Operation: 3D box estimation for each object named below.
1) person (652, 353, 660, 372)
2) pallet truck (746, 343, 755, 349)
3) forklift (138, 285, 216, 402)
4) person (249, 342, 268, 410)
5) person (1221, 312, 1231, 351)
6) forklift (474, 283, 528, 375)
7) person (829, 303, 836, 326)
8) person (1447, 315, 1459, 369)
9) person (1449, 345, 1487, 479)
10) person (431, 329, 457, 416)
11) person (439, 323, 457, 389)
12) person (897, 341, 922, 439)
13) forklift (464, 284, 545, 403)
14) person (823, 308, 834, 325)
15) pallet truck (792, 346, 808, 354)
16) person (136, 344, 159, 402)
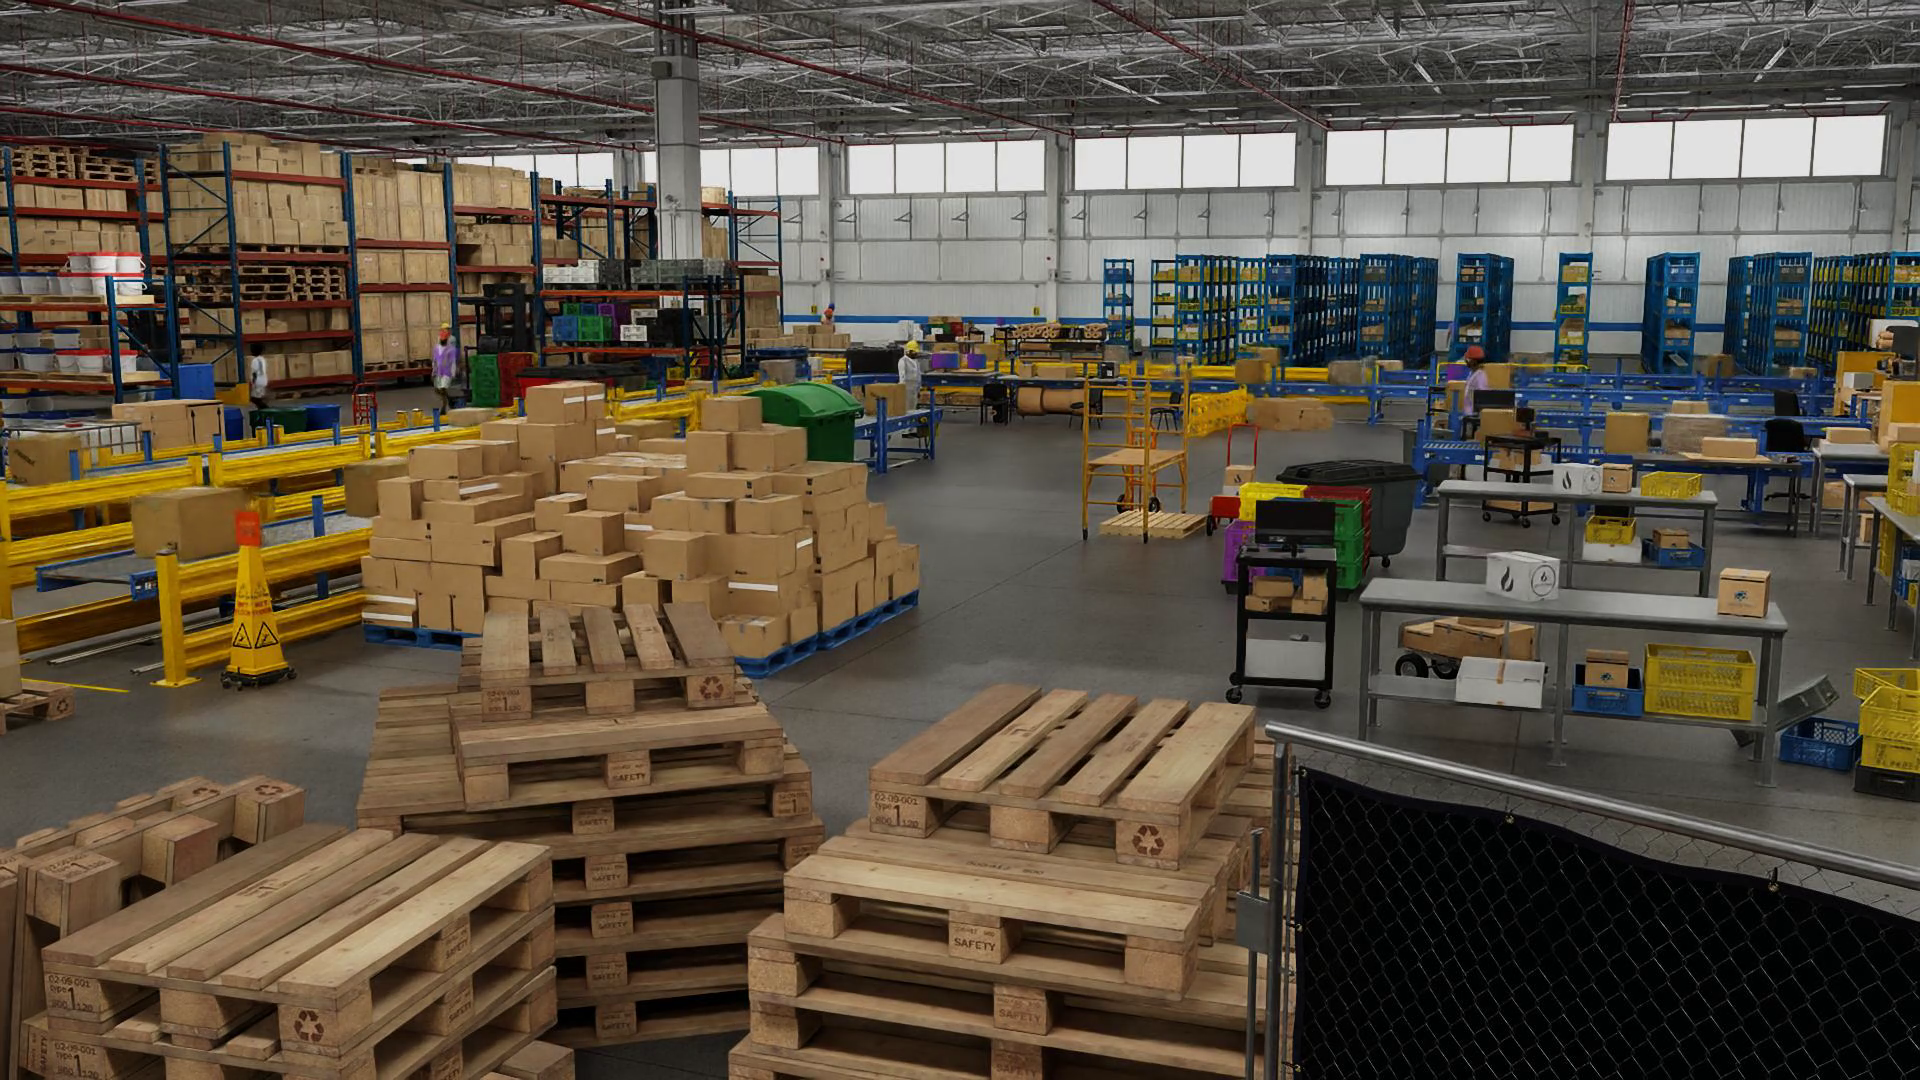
[{"bbox_3d":[-7.716,-4.662,43.026,0.513,1.712,0.936,-1,9,-6],"label":"person"},{"bbox_3d":[-6.183,-4.618,44.264,1.601,1.201,0.680,-9,12,-43],"label":"pallet truck"},{"bbox_3d":[-17.480,-4.200,36.461,1.873,2.768,1.129,3,10,19],"label":"forklift"},{"bbox_3d":[-14.133,-3.149,33.581,0.480,1.684,0.551,-1,9,-8],"label":"person"},{"bbox_3d":[9.302,-7.165,58.478,0.405,1.801,0.638,-2,9,-12],"label":"person"},{"bbox_3d":[-12.061,-5.480,44.498,1.129,2.768,1.873,3,10,20],"label":"forklift"},{"bbox_3d":[-5.087,-8.367,65.552,0.408,1.942,0.616,-2,9,-11],"label":"person"},{"bbox_3d":[15.652,-6.222,52.538,0.563,1.790,0.977,2,9,10],"label":"person"},{"bbox_3d":[7.705,-1.889,24.678,0.882,2.018,0.615,2,9,10],"label":"person"},{"bbox_3d":[-10.968,-3.561,35.483,0.587,1.911,0.609,4,10,24],"label":"person"},{"bbox_3d":[-13.640,-4.880,44.255,0.335,1.757,0.517,6,11,34],"label":"person"},{"bbox_3d":[-0.915,-2.787,30.897,0.403,1.823,0.586,5,10,27],"label":"person"},{"bbox_3d":[-10.832,-4.702,39.610,1.129,2.768,1.873,3,10,20],"label":"forklift"},{"bbox_3d":[-4.122,-6.255,52.137,0.395,1.993,0.616,1,9,4],"label":"person"},{"bbox_3d":[-3.705,-4.298,42.022,0.653,1.274,1.630,3,10,20],"label":"pallet truck"},{"bbox_3d":[-16.655,-3.197,34.065,0.280,1.632,0.501,4,10,26],"label":"person"}]
